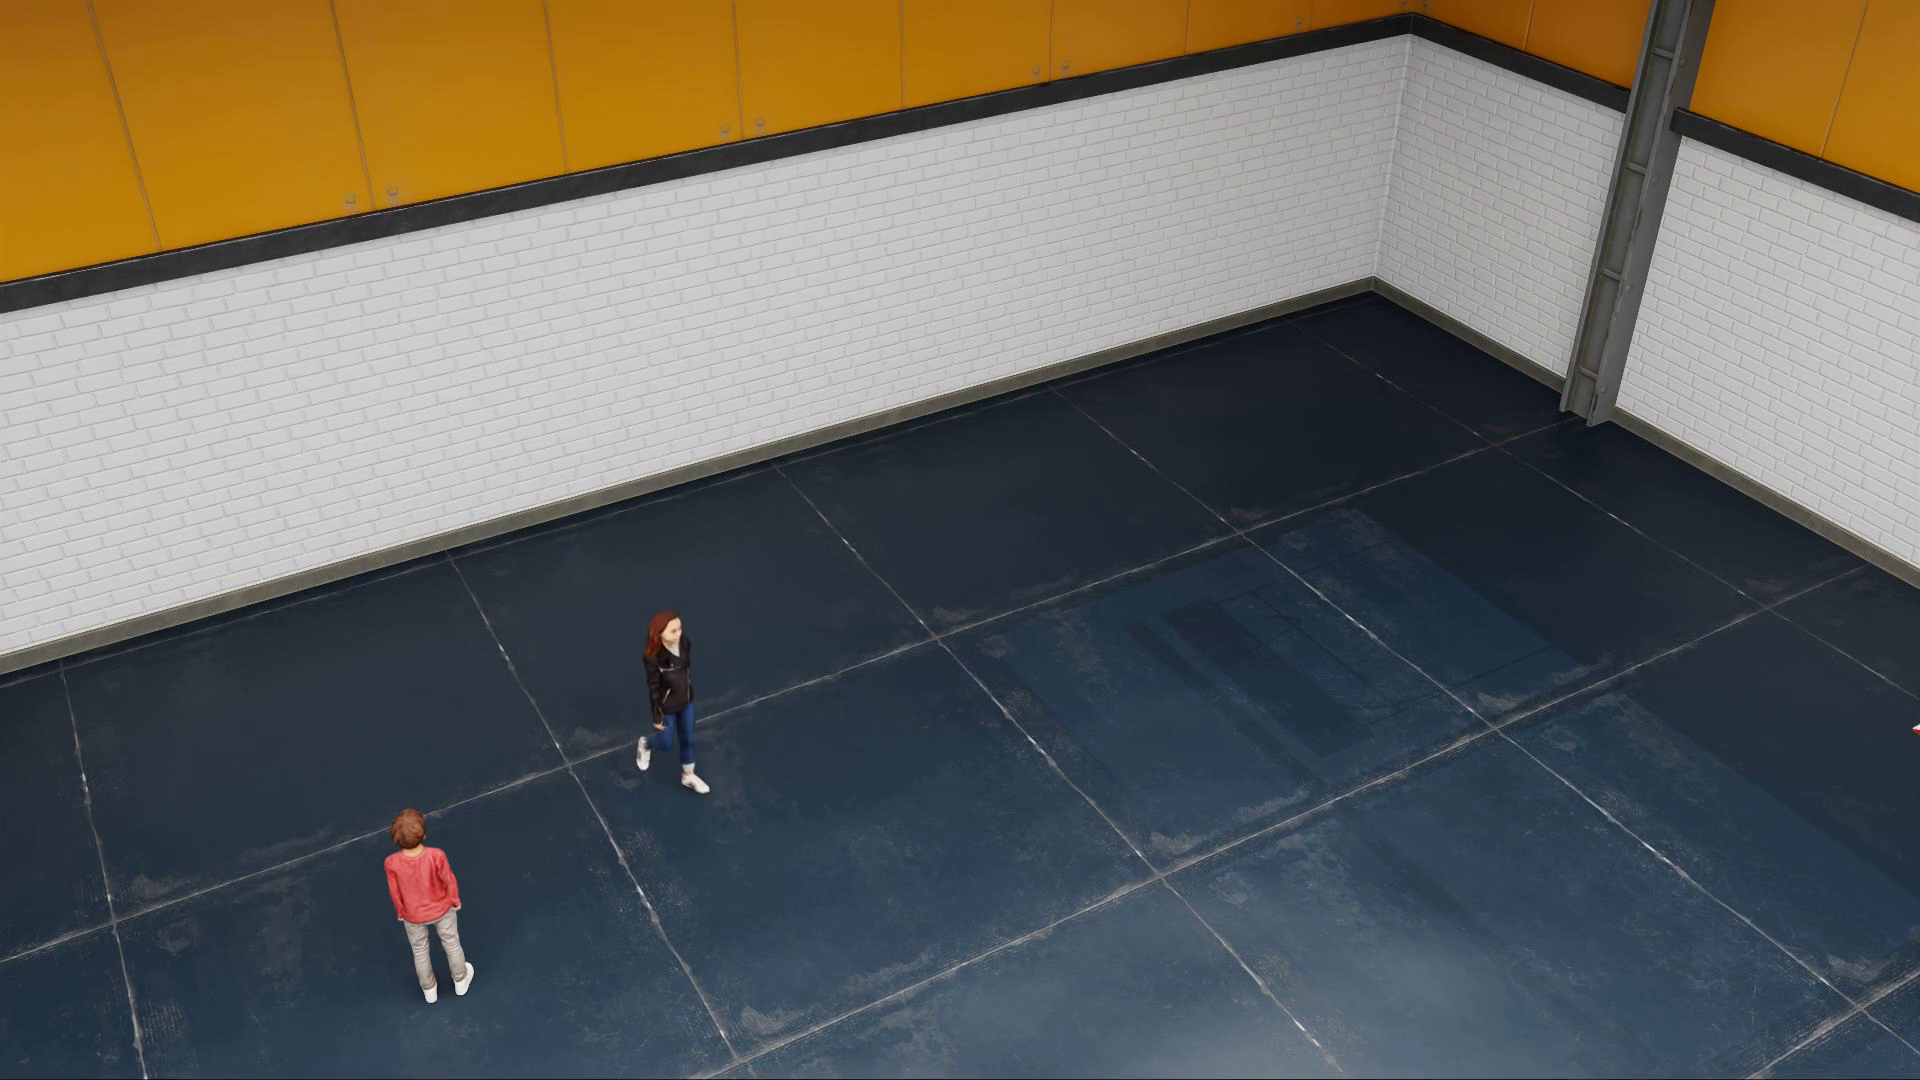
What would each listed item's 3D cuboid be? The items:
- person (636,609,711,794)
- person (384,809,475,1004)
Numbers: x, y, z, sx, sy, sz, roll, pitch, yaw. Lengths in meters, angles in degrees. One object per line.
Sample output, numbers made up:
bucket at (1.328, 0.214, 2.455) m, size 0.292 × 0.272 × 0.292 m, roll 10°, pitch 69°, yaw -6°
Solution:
person at (-2.003, 1.073, 11.285) m, size 0.905 × 1.470 × 0.730 m, roll 24°, pitch 40°, yaw 31°
person at (-3.121, 2.140, 9.728) m, size 0.570 × 1.417 × 0.557 m, roll -9°, pitch 35°, yaw -13°
